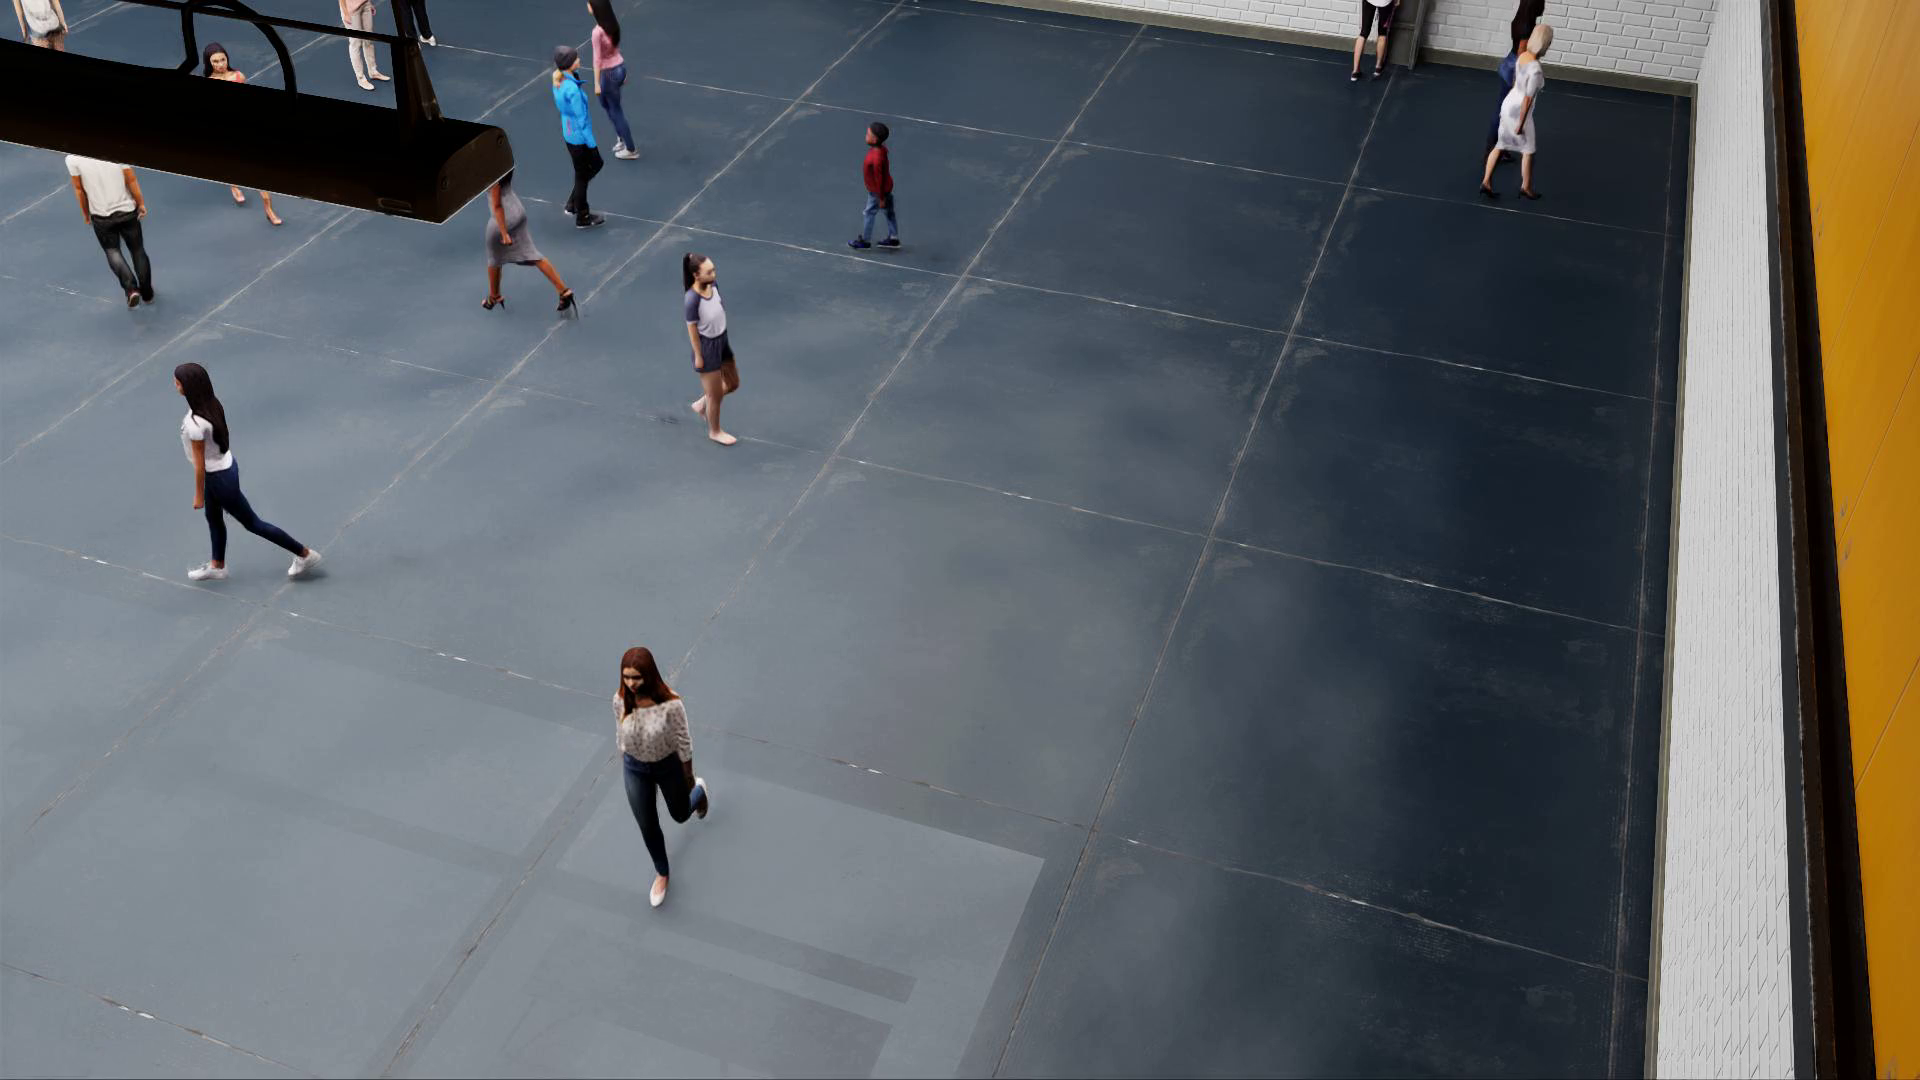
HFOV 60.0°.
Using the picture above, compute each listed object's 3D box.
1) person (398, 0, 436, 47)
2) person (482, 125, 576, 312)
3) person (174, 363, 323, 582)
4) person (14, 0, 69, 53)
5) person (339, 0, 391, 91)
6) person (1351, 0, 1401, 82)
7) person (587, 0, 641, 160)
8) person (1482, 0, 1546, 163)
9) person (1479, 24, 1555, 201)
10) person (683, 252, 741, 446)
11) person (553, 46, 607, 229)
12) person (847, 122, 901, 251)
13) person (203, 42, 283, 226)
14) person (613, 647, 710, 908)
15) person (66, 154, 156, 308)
[{"bbox_3d":[-6.300,-6.394,18.793,0.732,1.682,0.735,27,46,30],"label":"person"},{"bbox_3d":[-3.719,-2.661,14.074,1.105,1.738,0.625,11,40,13],"label":"person"},{"bbox_3d":[-4.892,-0.406,11.247,1.197,1.742,1.024,-10,40,-12],"label":"person"},{"bbox_3d":[-9.558,-5.318,17.395,0.888,1.745,1.012,-23,44,-26],"label":"person"},{"bbox_3d":[-6.540,-5.773,17.981,0.549,1.725,0.620,17,42,20],"label":"person"},{"bbox_3d":[4.518,-5.875,18.066,0.724,1.779,0.686,17,42,20],"label":"person"},{"bbox_3d":[-3.374,-4.593,16.500,0.657,1.730,0.625,8,39,10],"label":"person"},{"bbox_3d":[5.402,-4.566,16.467,0.685,1.728,0.659,-3,39,-4],"label":"person"},{"bbox_3d":[5.223,-4.027,15.795,0.913,1.724,0.800,-8,39,-10],"label":"person"},{"bbox_3d":[-1.969,-1.459,12.651,0.652,1.635,0.608,15,41,18],"label":"person"},{"bbox_3d":[-3.596,-3.658,15.286,0.836,1.783,0.779,-14,41,-17],"label":"person"},{"bbox_3d":[-0.668,-3.210,15.159,0.723,1.242,0.559,8,39,10],"label":"person"},{"bbox_3d":[-6.797,-3.820,15.562,0.940,1.692,1.177,-29,47,-31],"label":"person"},{"bbox_3d":[-1.660,1.214,9.243,0.971,1.711,0.766,6,39,7],"label":"person"},{"bbox_3d":[-7.204,-2.763,14.159,0.887,1.791,0.952,-18,42,-21],"label":"person"}]
